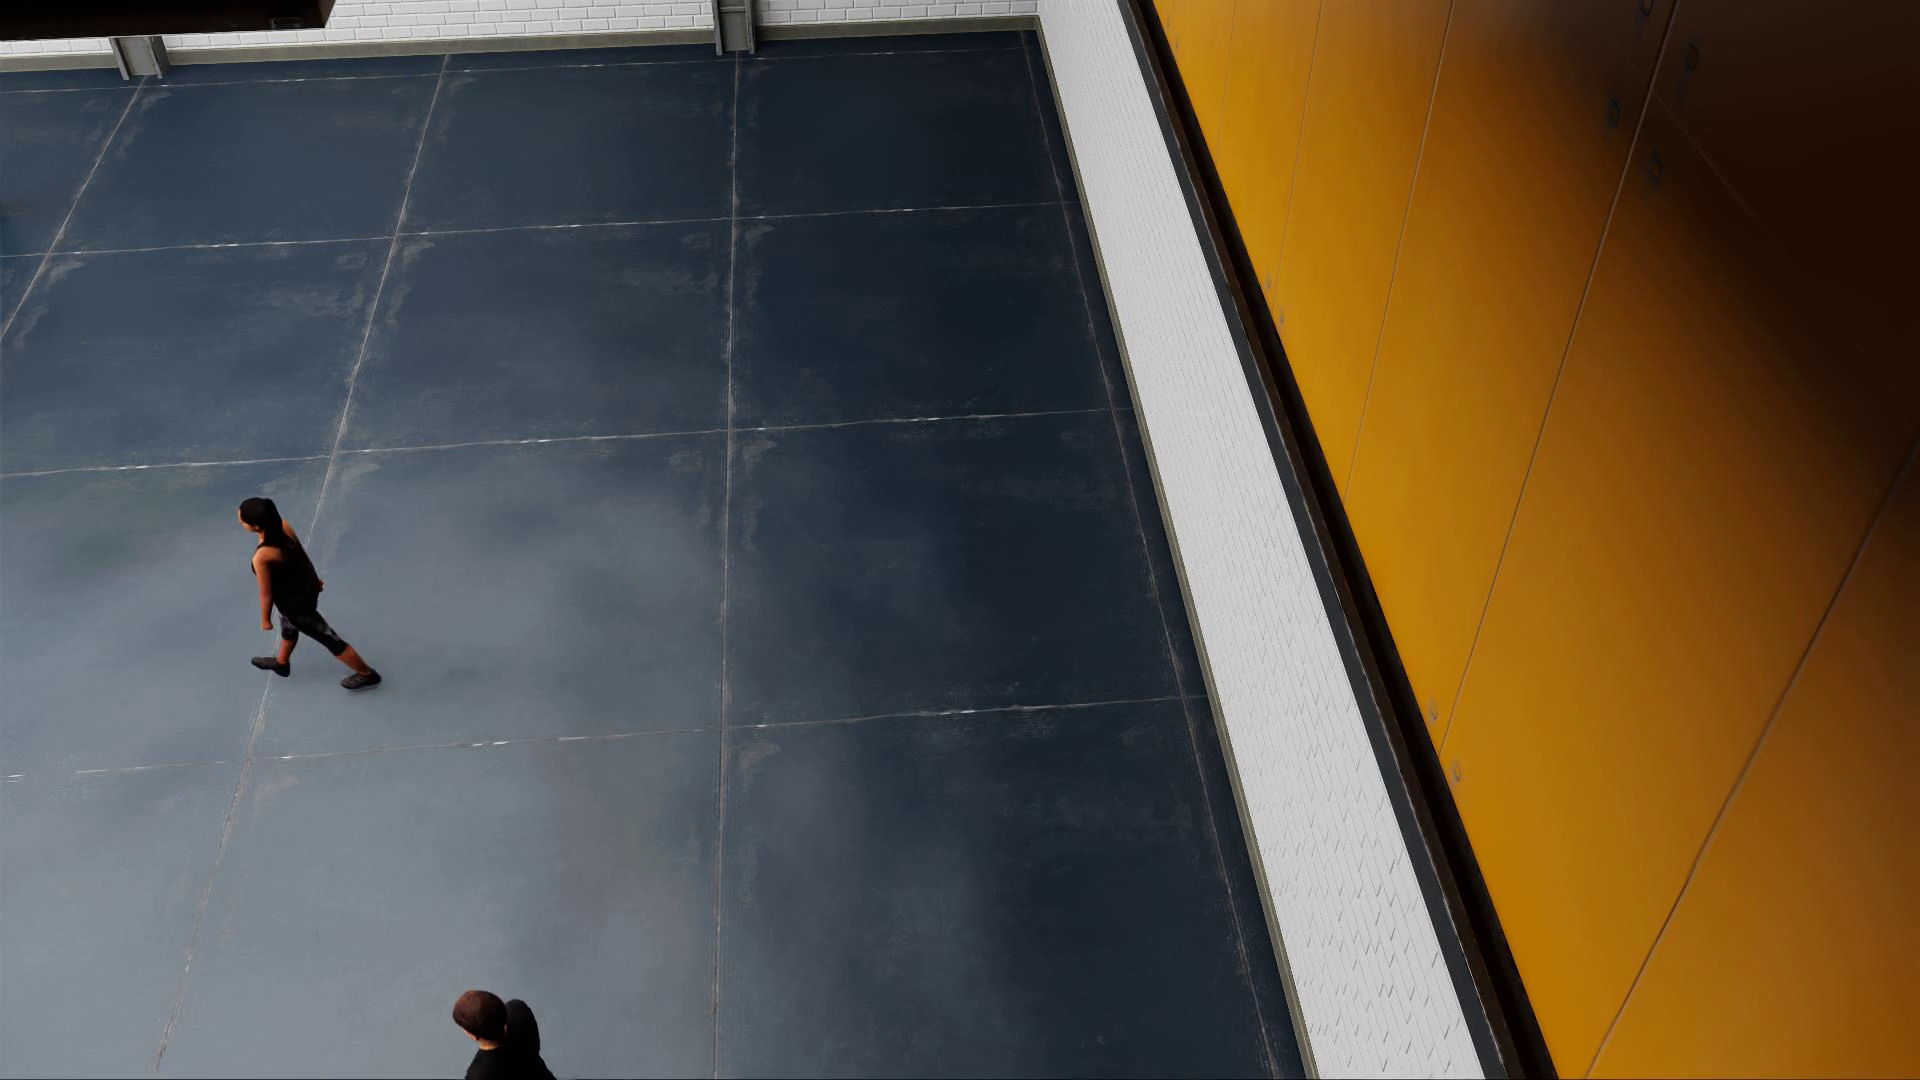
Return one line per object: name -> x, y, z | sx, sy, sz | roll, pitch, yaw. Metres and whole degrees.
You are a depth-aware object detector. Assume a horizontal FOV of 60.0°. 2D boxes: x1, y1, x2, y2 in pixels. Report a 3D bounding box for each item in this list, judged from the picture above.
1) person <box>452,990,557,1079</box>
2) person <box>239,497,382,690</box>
person -> -1.977, 2.675, 7.845 | 1.308, 1.835, 1.026 | 15, 46, 15
person -> -4.073, 0.366, 10.425 | 1.084, 1.619, 0.637 | 0, 44, -1
